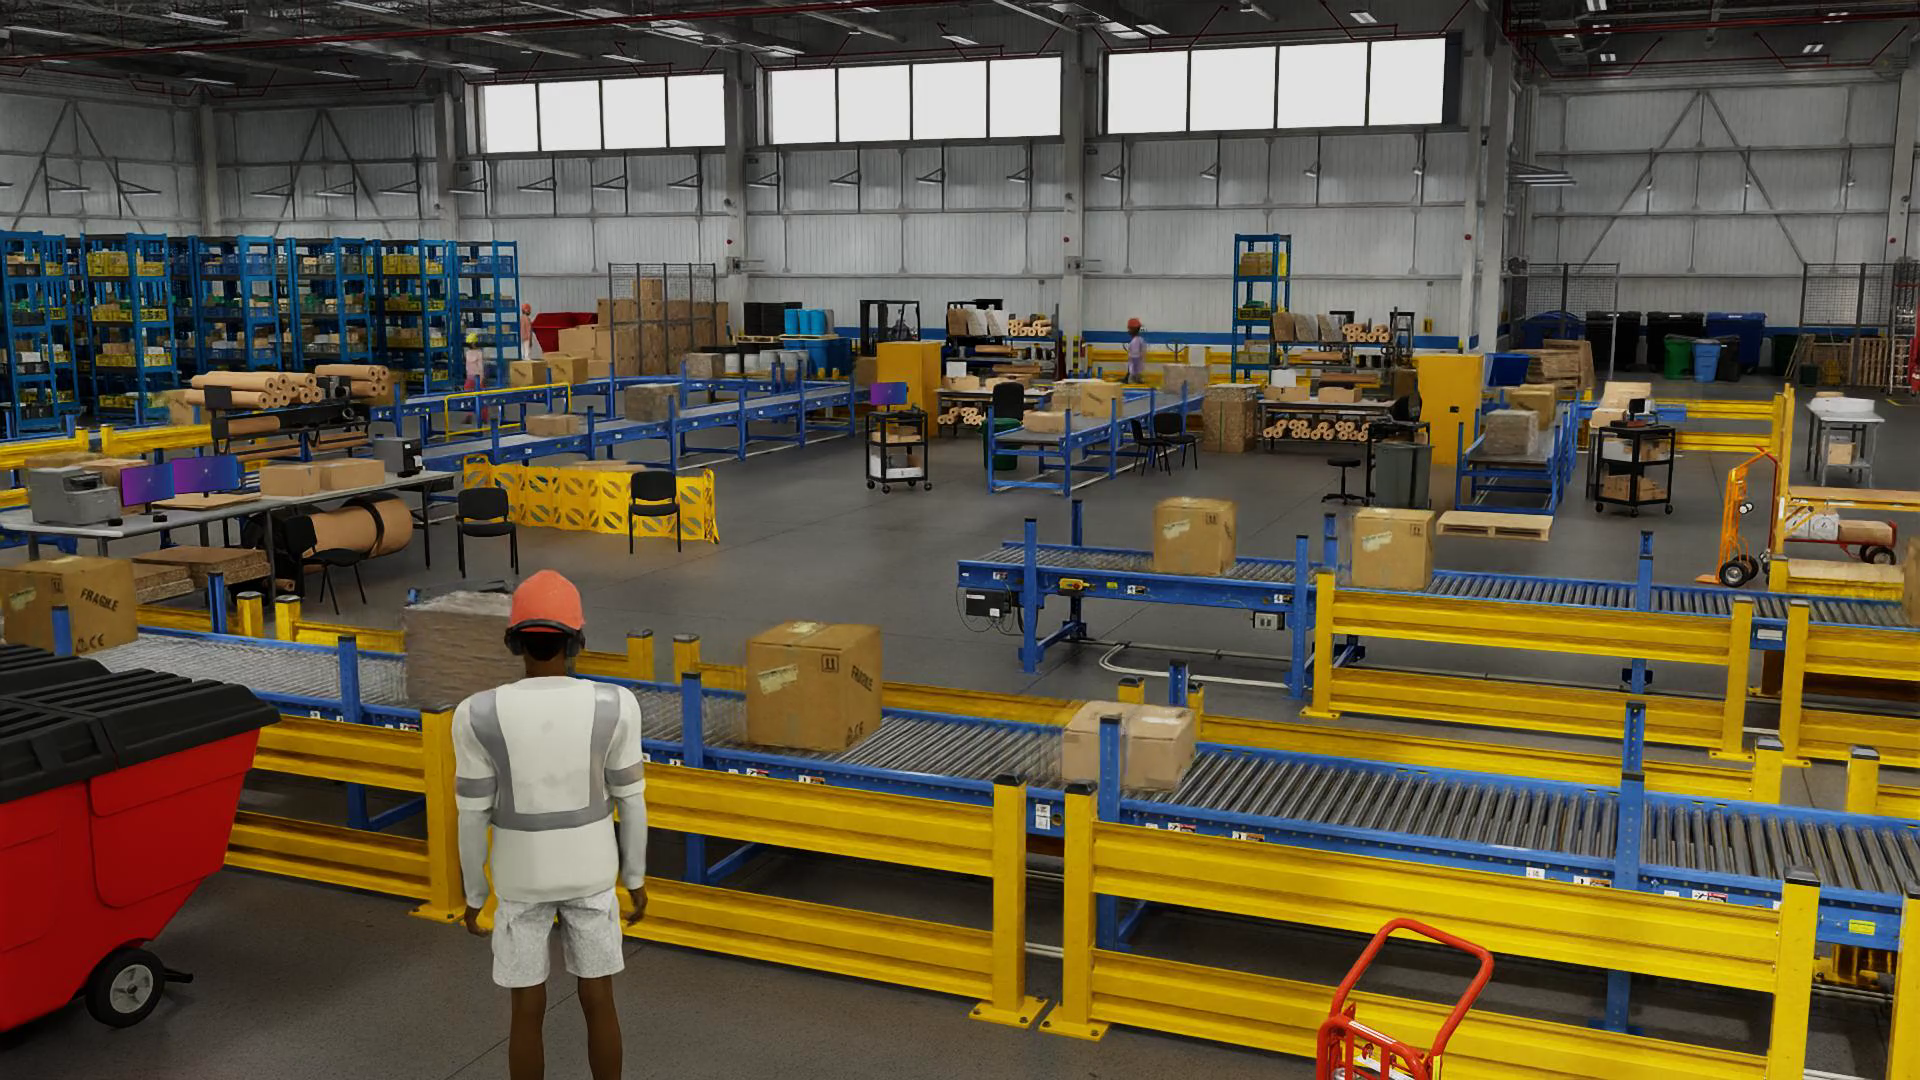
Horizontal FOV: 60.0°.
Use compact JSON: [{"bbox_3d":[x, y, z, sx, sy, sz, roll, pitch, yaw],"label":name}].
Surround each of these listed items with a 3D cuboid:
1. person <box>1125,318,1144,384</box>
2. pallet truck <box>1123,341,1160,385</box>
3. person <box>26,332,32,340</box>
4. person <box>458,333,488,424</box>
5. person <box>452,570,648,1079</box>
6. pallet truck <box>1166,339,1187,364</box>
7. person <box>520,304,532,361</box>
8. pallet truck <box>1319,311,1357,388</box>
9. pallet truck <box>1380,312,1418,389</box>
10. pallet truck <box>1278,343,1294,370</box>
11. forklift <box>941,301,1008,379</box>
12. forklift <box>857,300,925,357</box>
[{"bbox_3d":[3.506,-3.320,32.477,0.655,2.028,0.614,2,10,14],"label":"person"},{"bbox_3d":[4.445,-4.380,41.279,0.680,1.201,1.601,4,10,22],"label":"pallet truck"},{"bbox_3d":[-19.698,-3.710,35.382,0.597,1.830,0.526,4,10,25],"label":"person"},{"bbox_3d":[-9.313,-3.056,31.718,0.539,1.739,0.697,7,11,35],"label":"person"},{"bbox_3d":[-1.349,1.111,5.542,0.614,2.043,0.373,-3,10,-16],"label":"person"},{"bbox_3d":[5.418,-4.269,40.420,0.704,1.261,1.522,3,10,20],"label":"pallet truck"},{"bbox_3d":[-11.895,-5.479,45.621,0.395,1.994,0.612,-8,12,-40],"label":"person"},{"bbox_3d":[9.071,-4.419,39.190,0.823,1.965,1.885,5,10,26],"label":"pallet truck"},{"bbox_3d":[10.207,-4.283,38.369,0.823,1.965,1.885,3,10,20],"label":"pallet truck"},{"bbox_3d":[7.886,-4.163,39.743,0.653,1.274,1.630,4,10,22],"label":"pallet truck"},{"bbox_3d":[0.365,-4.966,41.571,1.157,1.987,2.680,3,10,20],"label":"forklift"},{"bbox_3d":[-1.732,-5.109,42.468,1.157,1.987,2.680,4,10,22],"label":"forklift"}]
